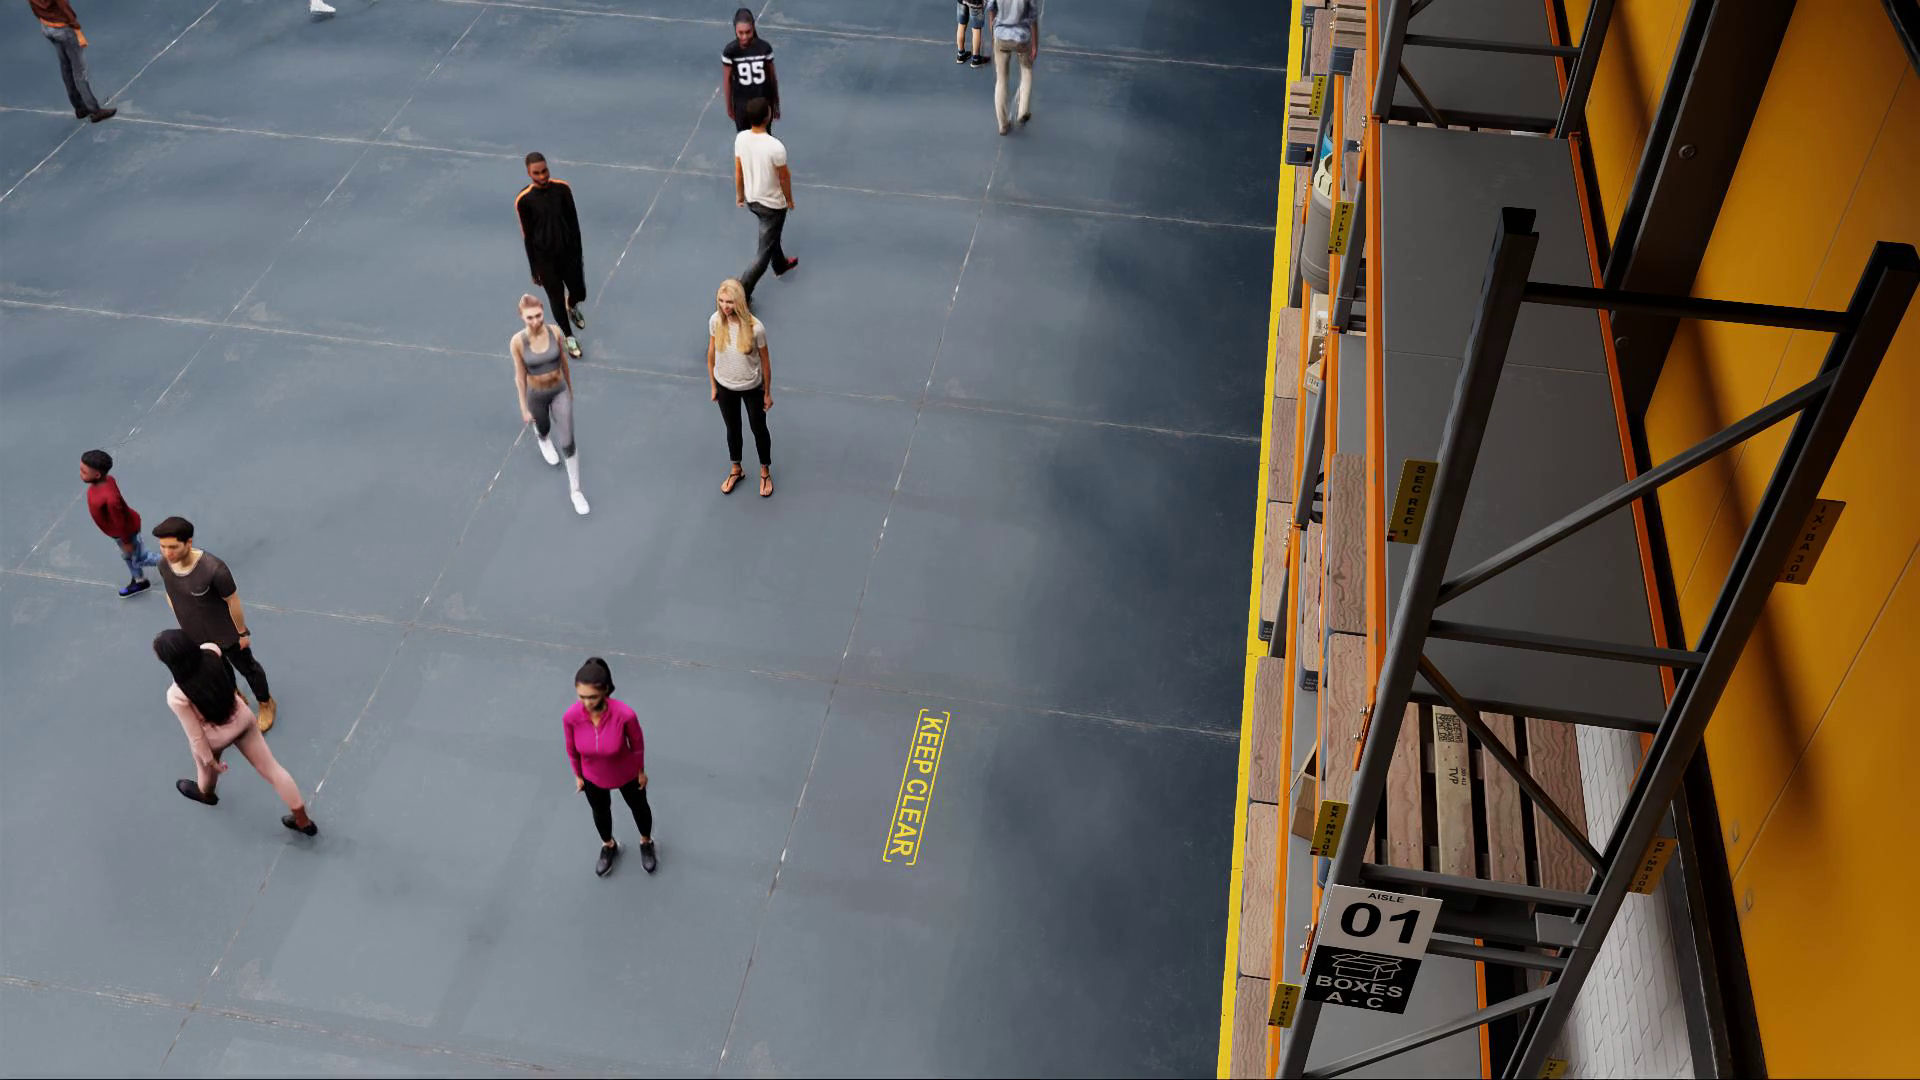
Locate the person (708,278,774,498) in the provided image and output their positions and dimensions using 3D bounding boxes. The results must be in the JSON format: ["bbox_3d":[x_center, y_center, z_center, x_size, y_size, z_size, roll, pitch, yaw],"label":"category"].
[{"bbox_3d":[-1.561,-1.096,11.891,0.593,1.826,0.511,7,44,7],"label":"person"}]

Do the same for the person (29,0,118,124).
[{"bbox_3d":[-8.592,-4.855,15.872,0.708,1.778,0.624,20,47,20],"label":"person"}]

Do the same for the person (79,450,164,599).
[{"bbox_3d":[-5.619,-0.117,11.285,0.817,1.245,0.749,-27,50,-25],"label":"person"}]

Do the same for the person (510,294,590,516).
[{"bbox_3d":[-3.008,-1.067,11.978,1.031,1.666,1.186,-20,47,-19],"label":"person"}]

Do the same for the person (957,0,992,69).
[{"bbox_3d":[0.106,-5.494,16.784,0.615,1.446,0.636,27,50,25],"label":"person"}]

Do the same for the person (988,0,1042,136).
[{"bbox_3d":[0.470,-4.662,15.634,0.686,1.827,0.693,7,44,8],"label":"person"}]

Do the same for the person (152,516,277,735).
[{"bbox_3d":[-4.624,0.510,10.283,0.609,1.719,0.537,8,44,8],"label":"person"}]

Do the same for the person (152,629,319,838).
[{"bbox_3d":[-4.179,1.156,9.650,0.863,1.659,1.182,16,46,16],"label":"person"}]

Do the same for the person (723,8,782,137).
[{"bbox_3d":[-1.880,-3.972,14.983,0.756,1.726,0.804,-15,46,-15],"label":"person"}]

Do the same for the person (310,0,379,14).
[{"bbox_3d":[-6.662,-6.385,17.512,1.236,1.743,1.053,-33,52,-29],"label":"person"}]

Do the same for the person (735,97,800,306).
[{"bbox_3d":[-1.660,-2.735,13.662,0.966,1.767,1.236,26,49,24],"label":"person"}]

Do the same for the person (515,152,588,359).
[{"bbox_3d":[-3.238,-2.295,13.175,0.856,1.792,0.928,-21,47,-21],"label":"person"}]

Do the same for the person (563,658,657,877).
[{"bbox_3d":[-1.986,1.303,9.474,0.626,1.698,0.621,-2,44,-2],"label":"person"}]
